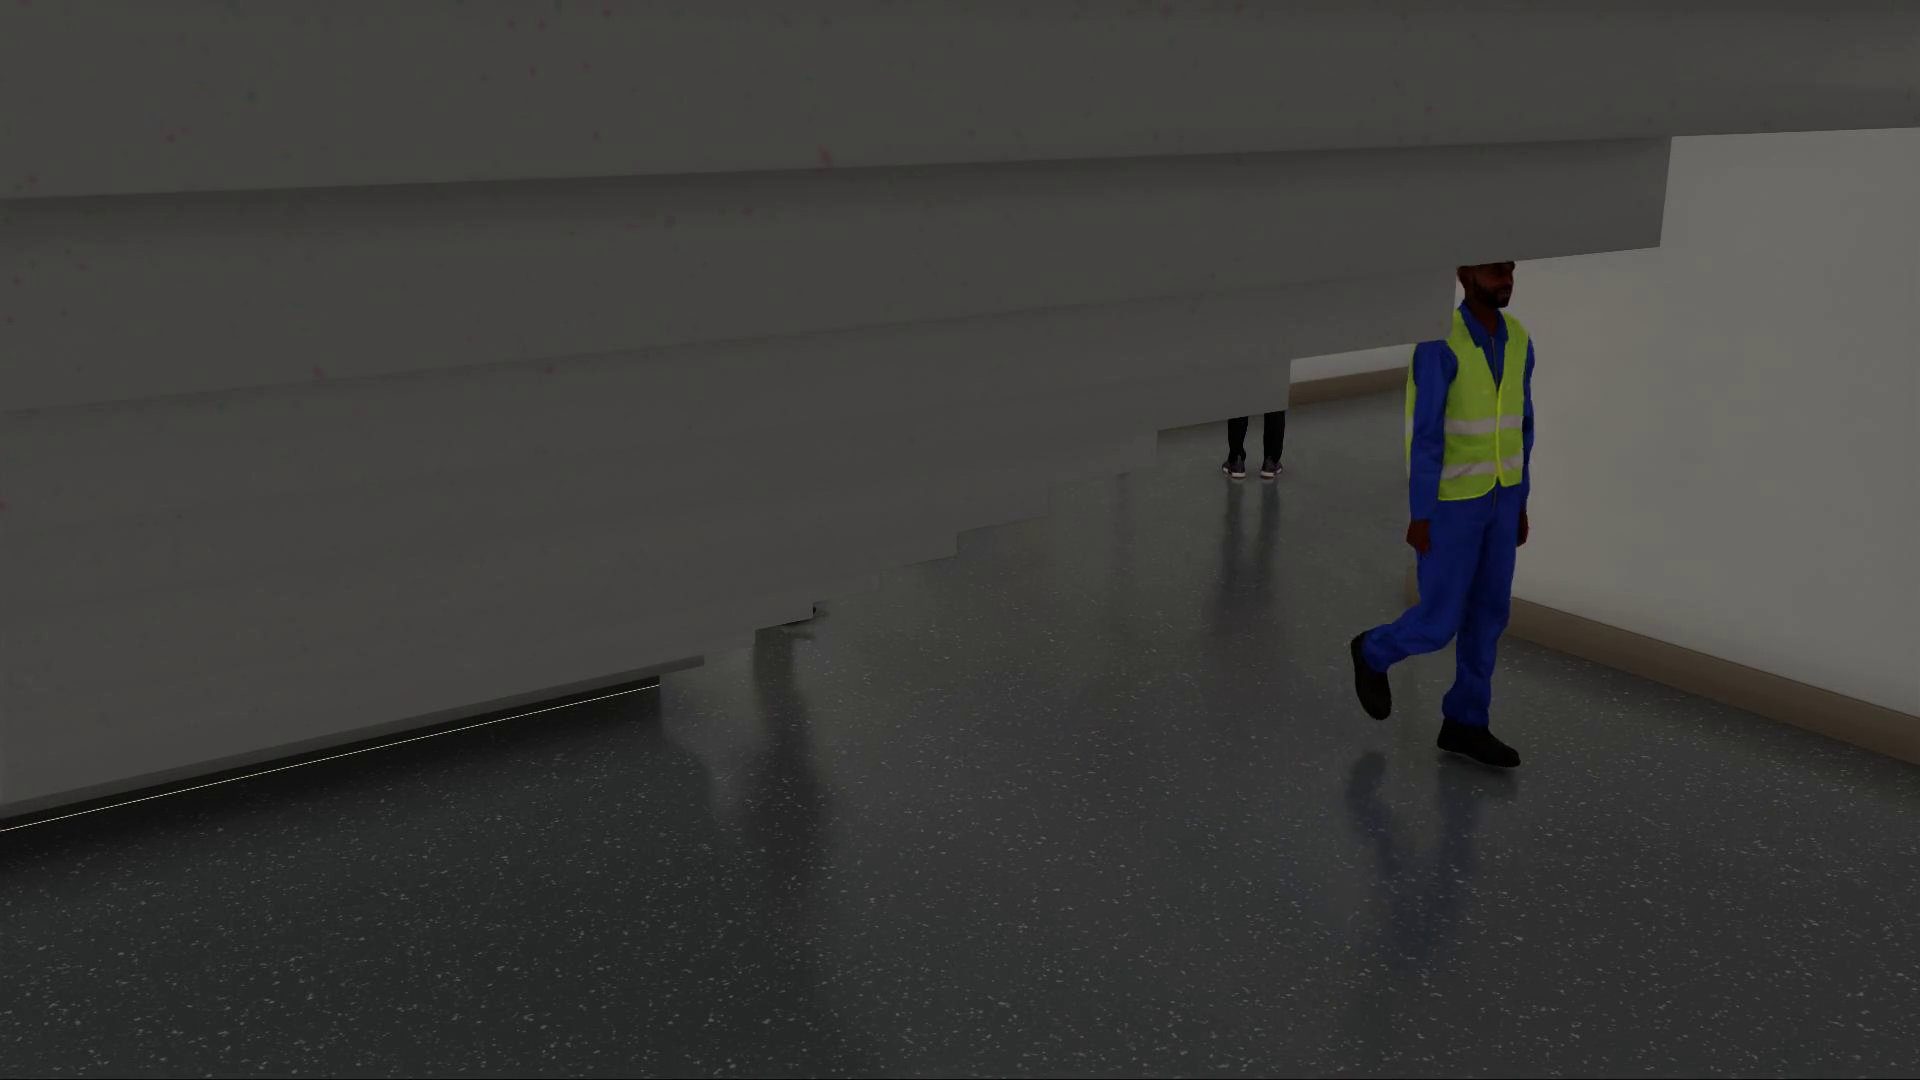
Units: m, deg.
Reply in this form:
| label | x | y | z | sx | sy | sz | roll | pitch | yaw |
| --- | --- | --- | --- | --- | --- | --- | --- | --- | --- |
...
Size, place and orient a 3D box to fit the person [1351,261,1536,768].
| label | x | y | z | sx | sy | sz | roll | pitch | yaw |
| --- | --- | --- | --- | --- | --- | --- | --- | --- | --- |
| person | 1.654 | -0.151 | 5.595 | 0.692 | 1.798 | 0.914 | -10 | 18 | -31 |
